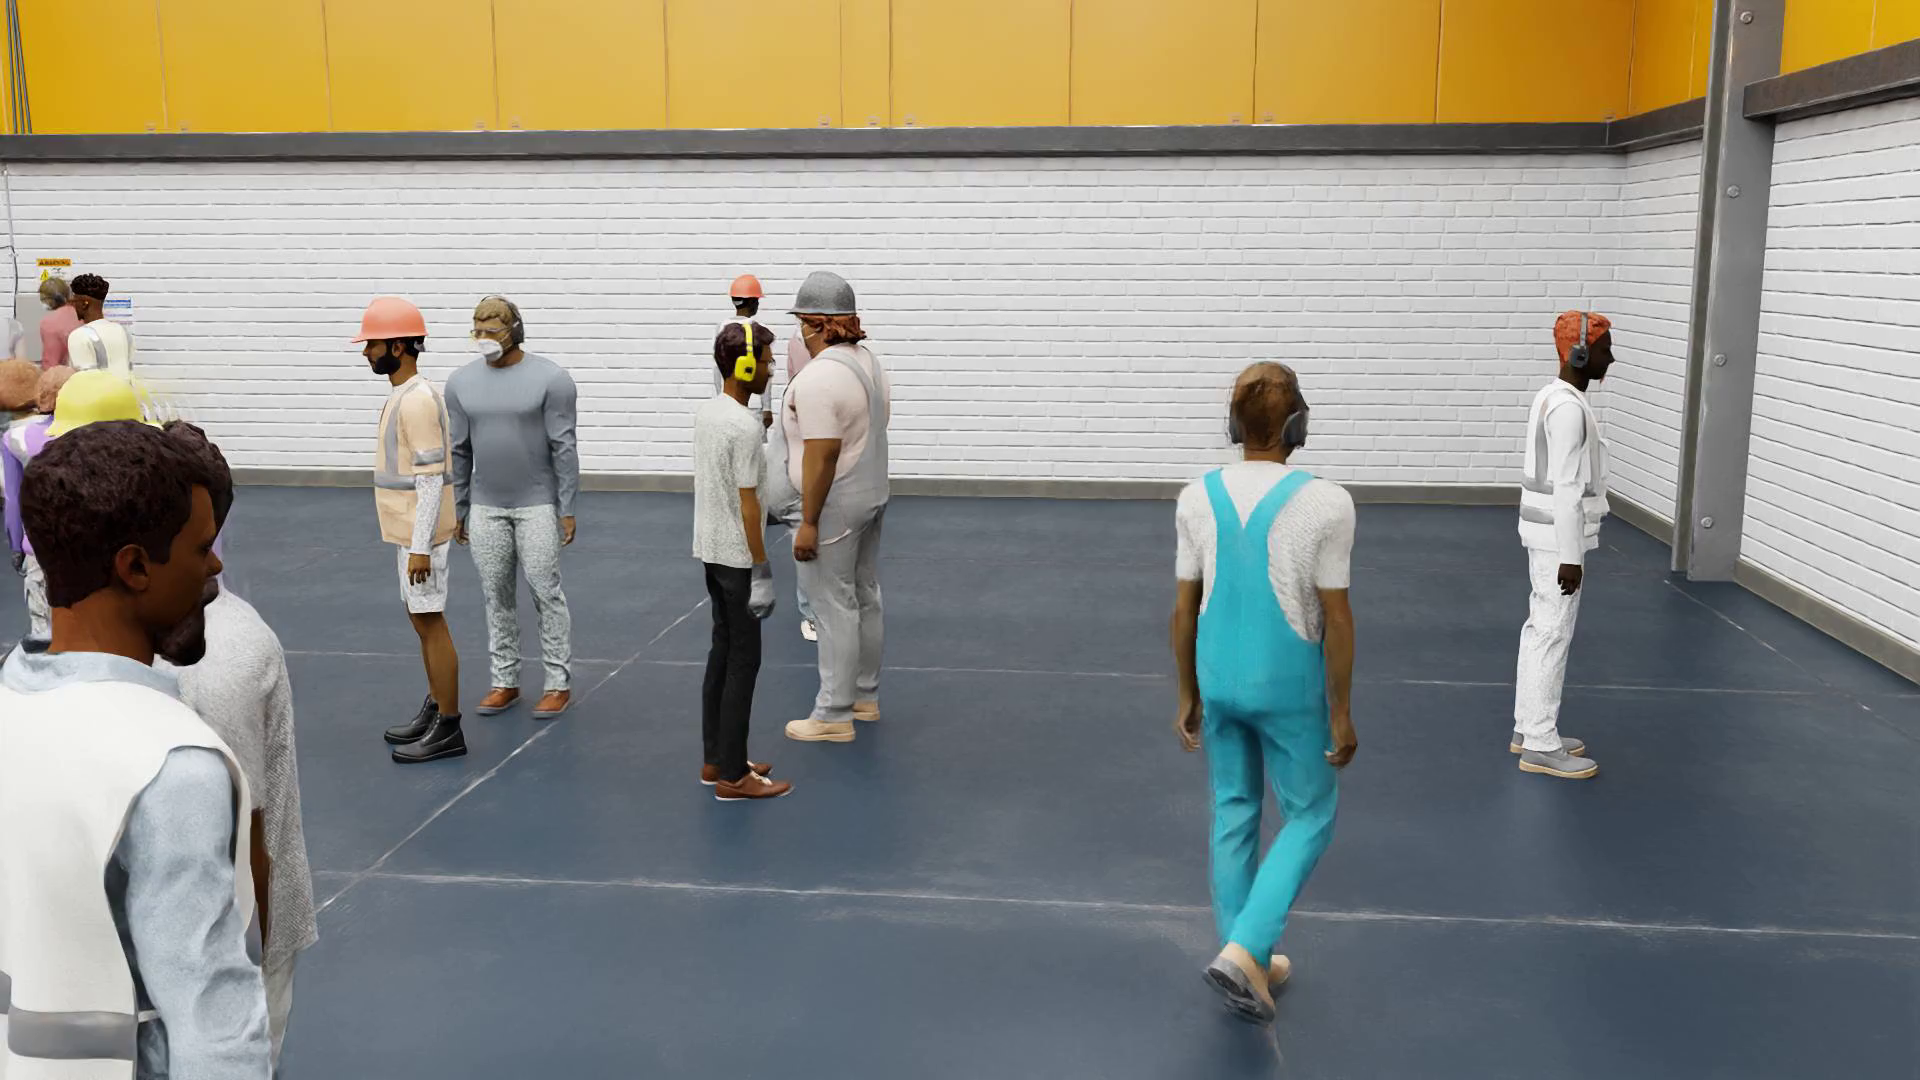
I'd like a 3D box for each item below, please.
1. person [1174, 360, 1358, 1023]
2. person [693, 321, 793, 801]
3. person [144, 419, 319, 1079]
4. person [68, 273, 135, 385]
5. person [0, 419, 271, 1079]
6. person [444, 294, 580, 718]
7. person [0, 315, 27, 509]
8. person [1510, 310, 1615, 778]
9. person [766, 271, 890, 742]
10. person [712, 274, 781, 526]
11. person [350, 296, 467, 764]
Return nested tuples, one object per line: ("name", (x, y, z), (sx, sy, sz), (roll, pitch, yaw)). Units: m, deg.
("person", (0.812, 0.433, 4.520), (0.529, 1.835, 0.509), (7, 12, 34))
("person", (-0.858, 0.088, 6.449), (0.337, 1.857, 0.524), (-5, 11, -28))
("person", (-1.265, 0.719, 2.826), (0.322, 1.861, 0.514), (-6, 11, -29))
("person", (-5.980, -0.868, 11.596), (0.362, 1.965, 0.611), (1, 10, 4))
("person", (-1.088, 0.803, 2.172), (0.596, 1.914, 0.373), (8, 12, 37))
("person", (-2.040, -0.149, 7.595), (0.637, 1.930, 0.371), (2, 10, 9))
("person", (-7.994, -1.210, 13.706), (0.852, 1.920, 0.619), (10, 14, 44))
("person", (2.459, 0.012, 6.791), (0.340, 1.883, 0.586), (2, 10, 13))
("person", (-0.591, -0.148, 7.261), (0.536, 2.000, 0.683), (4, 11, 19))
("person", (-1.647, -1.071, 12.837), (0.547, 1.939, 0.376), (7, 12, 35))
("person", (-2.296, -0.039, 6.930), (0.373, 1.935, 0.552), (-4, 11, -22))
